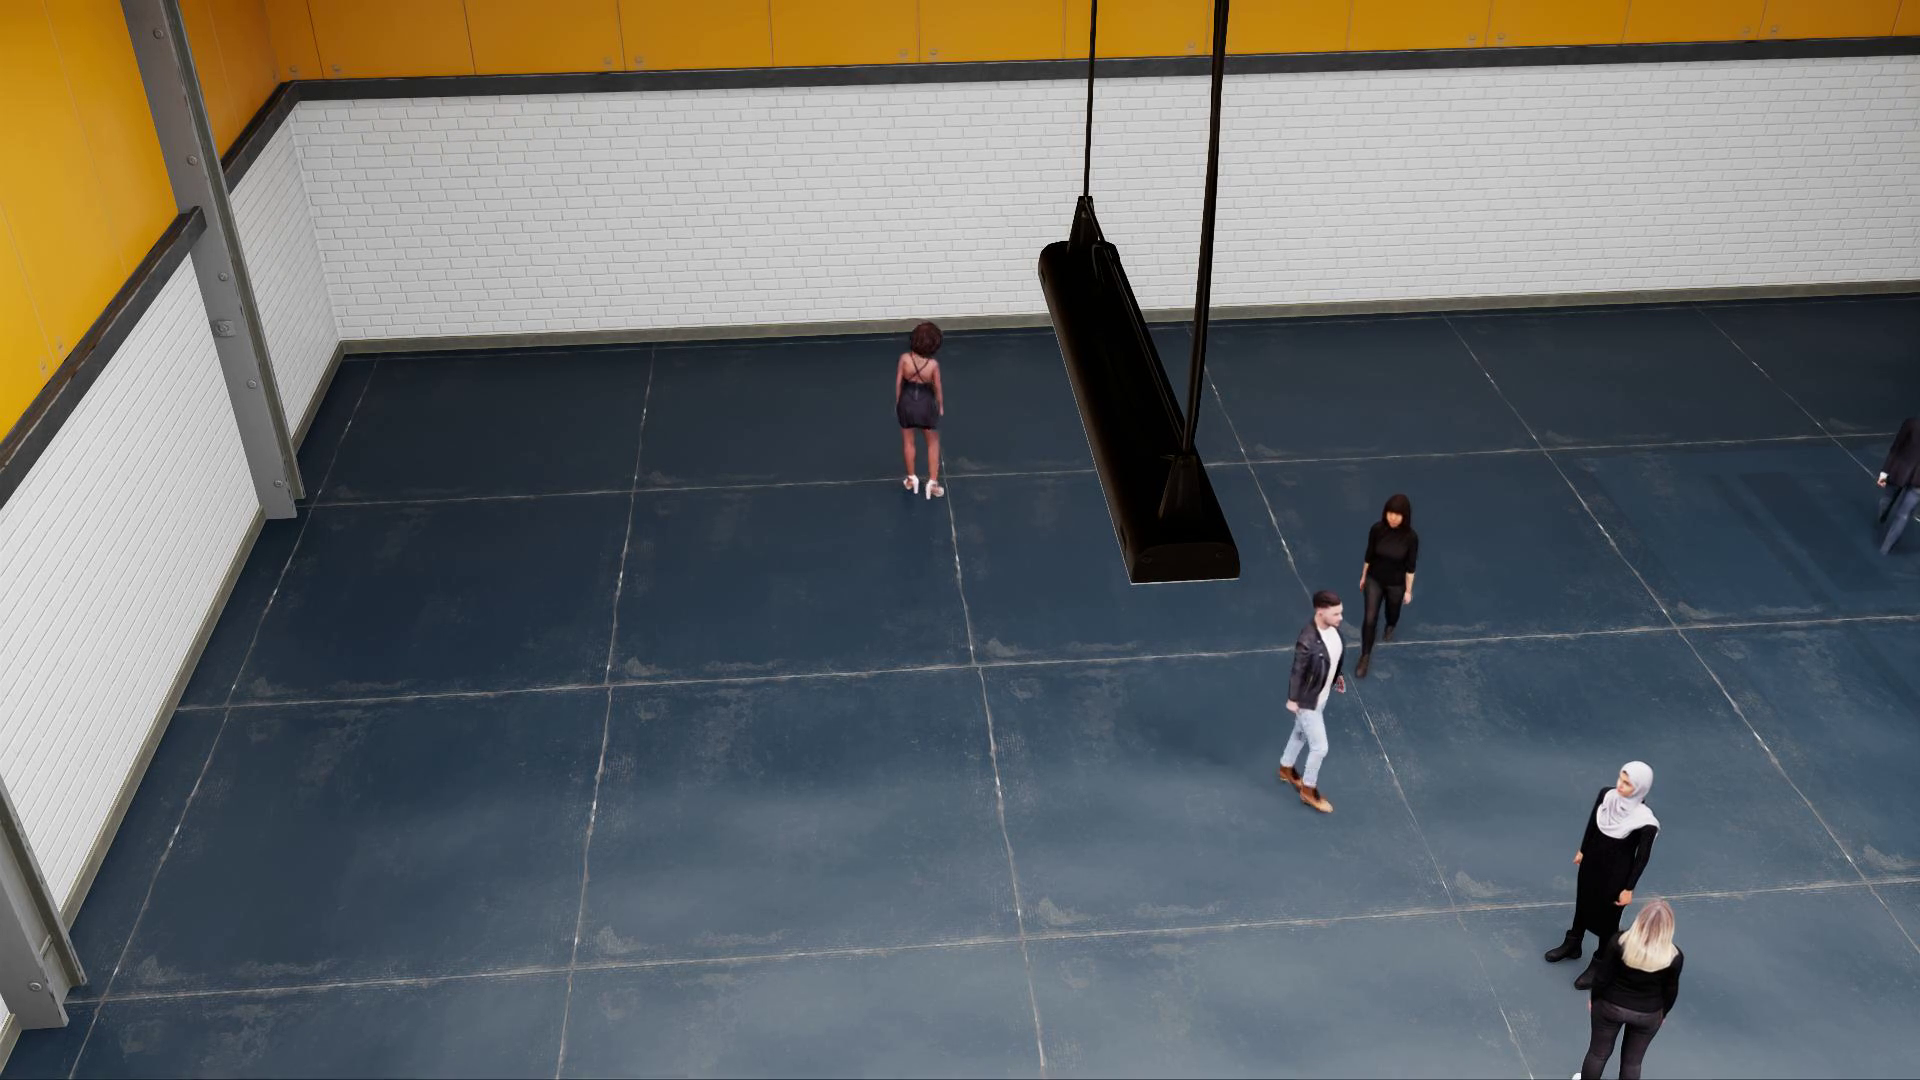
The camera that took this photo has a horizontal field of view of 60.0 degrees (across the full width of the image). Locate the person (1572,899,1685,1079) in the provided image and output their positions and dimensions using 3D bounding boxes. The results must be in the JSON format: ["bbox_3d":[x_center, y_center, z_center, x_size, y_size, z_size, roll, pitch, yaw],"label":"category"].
[{"bbox_3d":[3.868,2.721,9.632,0.678,1.687,0.663,10,35,15],"label":"person"}]

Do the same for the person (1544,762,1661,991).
[{"bbox_3d":[4.088,2.095,10.490,0.739,1.779,0.596,-16,37,-22],"label":"person"}]

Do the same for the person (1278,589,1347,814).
[{"bbox_3d":[2.460,1.076,11.986,0.908,1.820,0.850,20,38,27],"label":"person"}]

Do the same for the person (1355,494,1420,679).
[{"bbox_3d":[3.435,0.301,13.330,0.877,1.622,1.062,14,36,20],"label":"person"}]

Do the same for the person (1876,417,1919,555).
[{"bbox_3d":[8.468,-0.511,14.913,1.199,1.755,1.169,25,41,32],"label":"person"}]

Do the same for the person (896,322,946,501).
[{"bbox_3d":[-0.412,-1.204,15.458,0.670,1.773,0.648,-5,34,-8],"label":"person"}]
